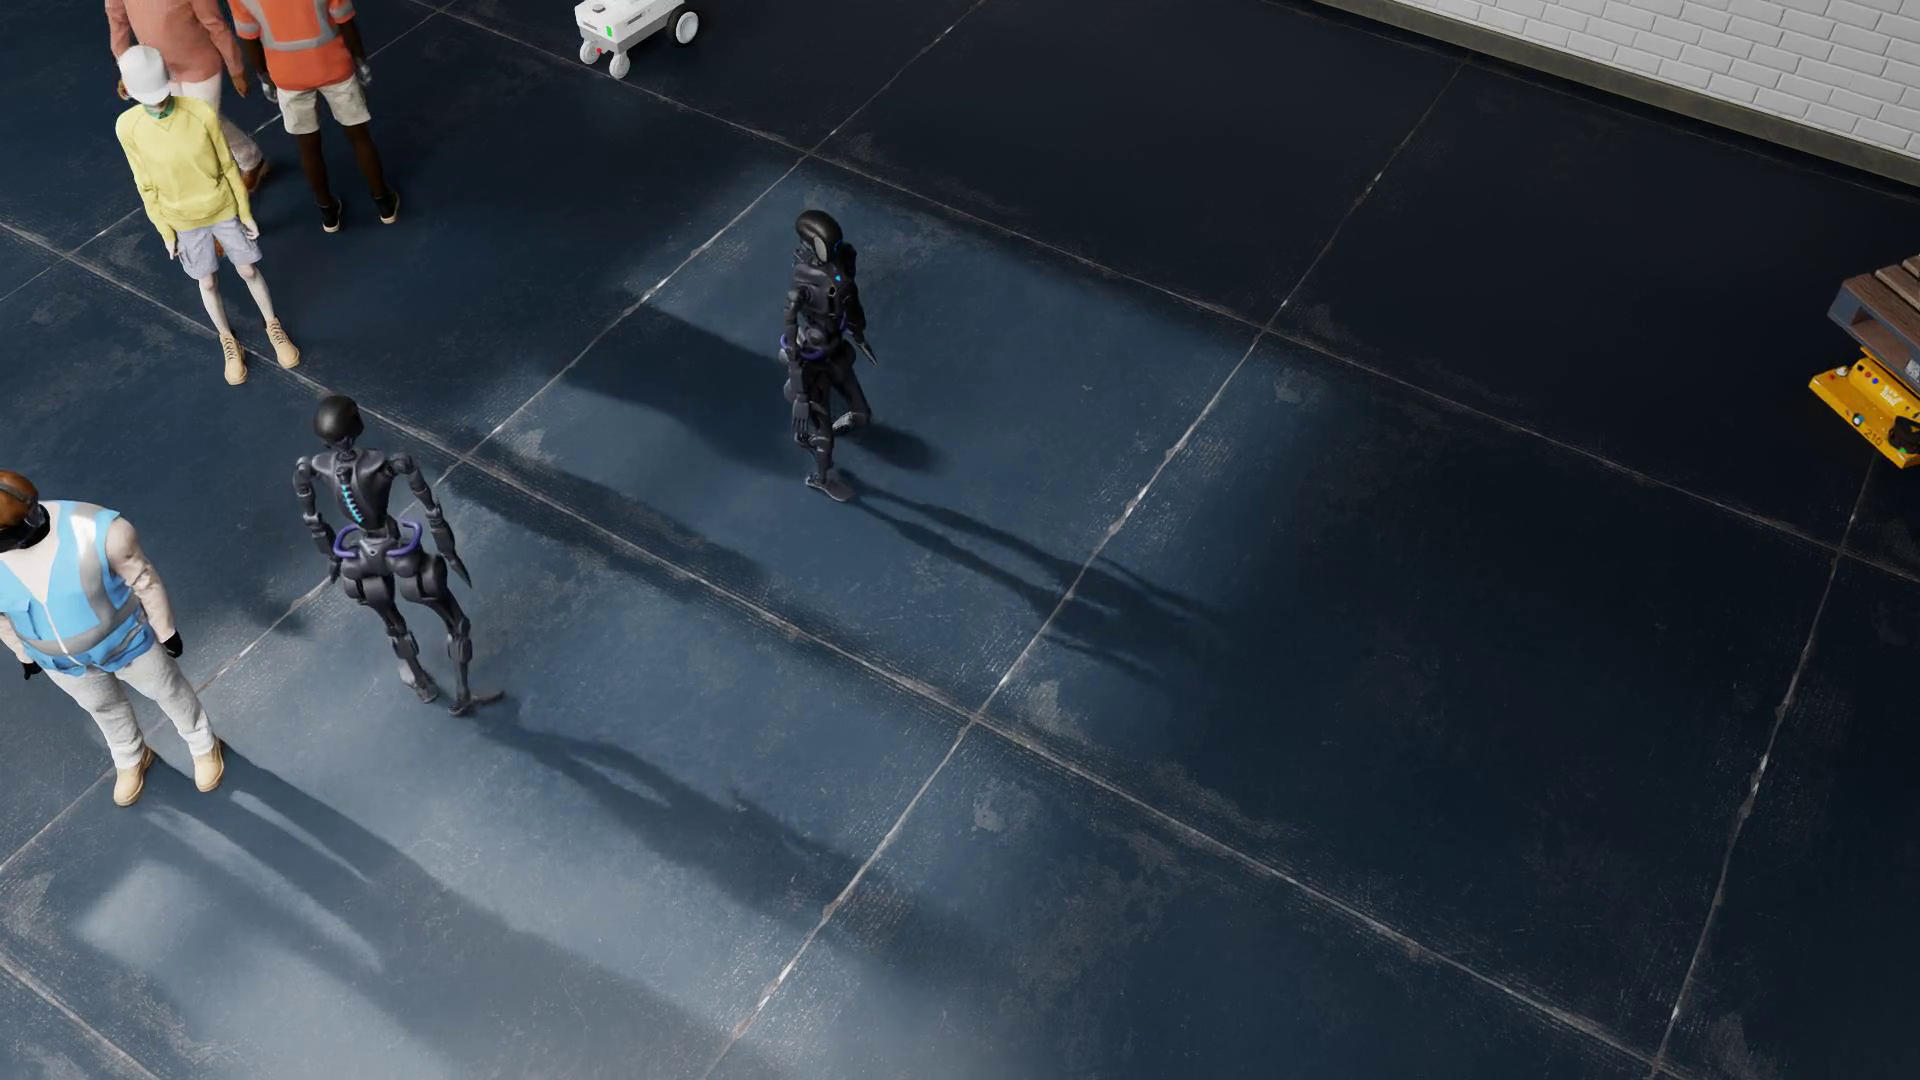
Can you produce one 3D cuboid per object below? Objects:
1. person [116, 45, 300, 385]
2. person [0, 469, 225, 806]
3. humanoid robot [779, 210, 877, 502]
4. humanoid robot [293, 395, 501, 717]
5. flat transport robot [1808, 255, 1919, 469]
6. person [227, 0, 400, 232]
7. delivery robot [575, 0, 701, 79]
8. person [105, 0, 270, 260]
[{"bbox_3d":[-3.702,-1.591,8.135,0.470,1.886,0.390,-20,52,-17],"label":"person"},{"bbox_3d":[-3.347,0.391,6.431,0.631,1.839,0.429,-8,49,-7],"label":"person"},{"bbox_3d":[-0.654,-0.829,7.602,0.411,1.639,0.588,22,52,18],"label":"humanoid robot"},{"bbox_3d":[-2.325,0.121,6.779,0.610,1.647,0.452,-1,49,-1],"label":"humanoid robot"},{"bbox_3d":[5.171,-0.839,8.549,1.431,0.231,0.659,-18,51,-15],"label":"flat transport robot"},{"bbox_3d":[-3.480,-2.540,8.919,0.601,1.957,0.383,-13,50,-11],"label":"person"},{"bbox_3d":[-2.062,-3.343,10.560,0.499,0.614,0.803,30,55,24],"label":"delivery robot"},{"bbox_3d":[-4.177,-2.541,8.920,0.618,1.958,0.877,14,50,12],"label":"person"}]
